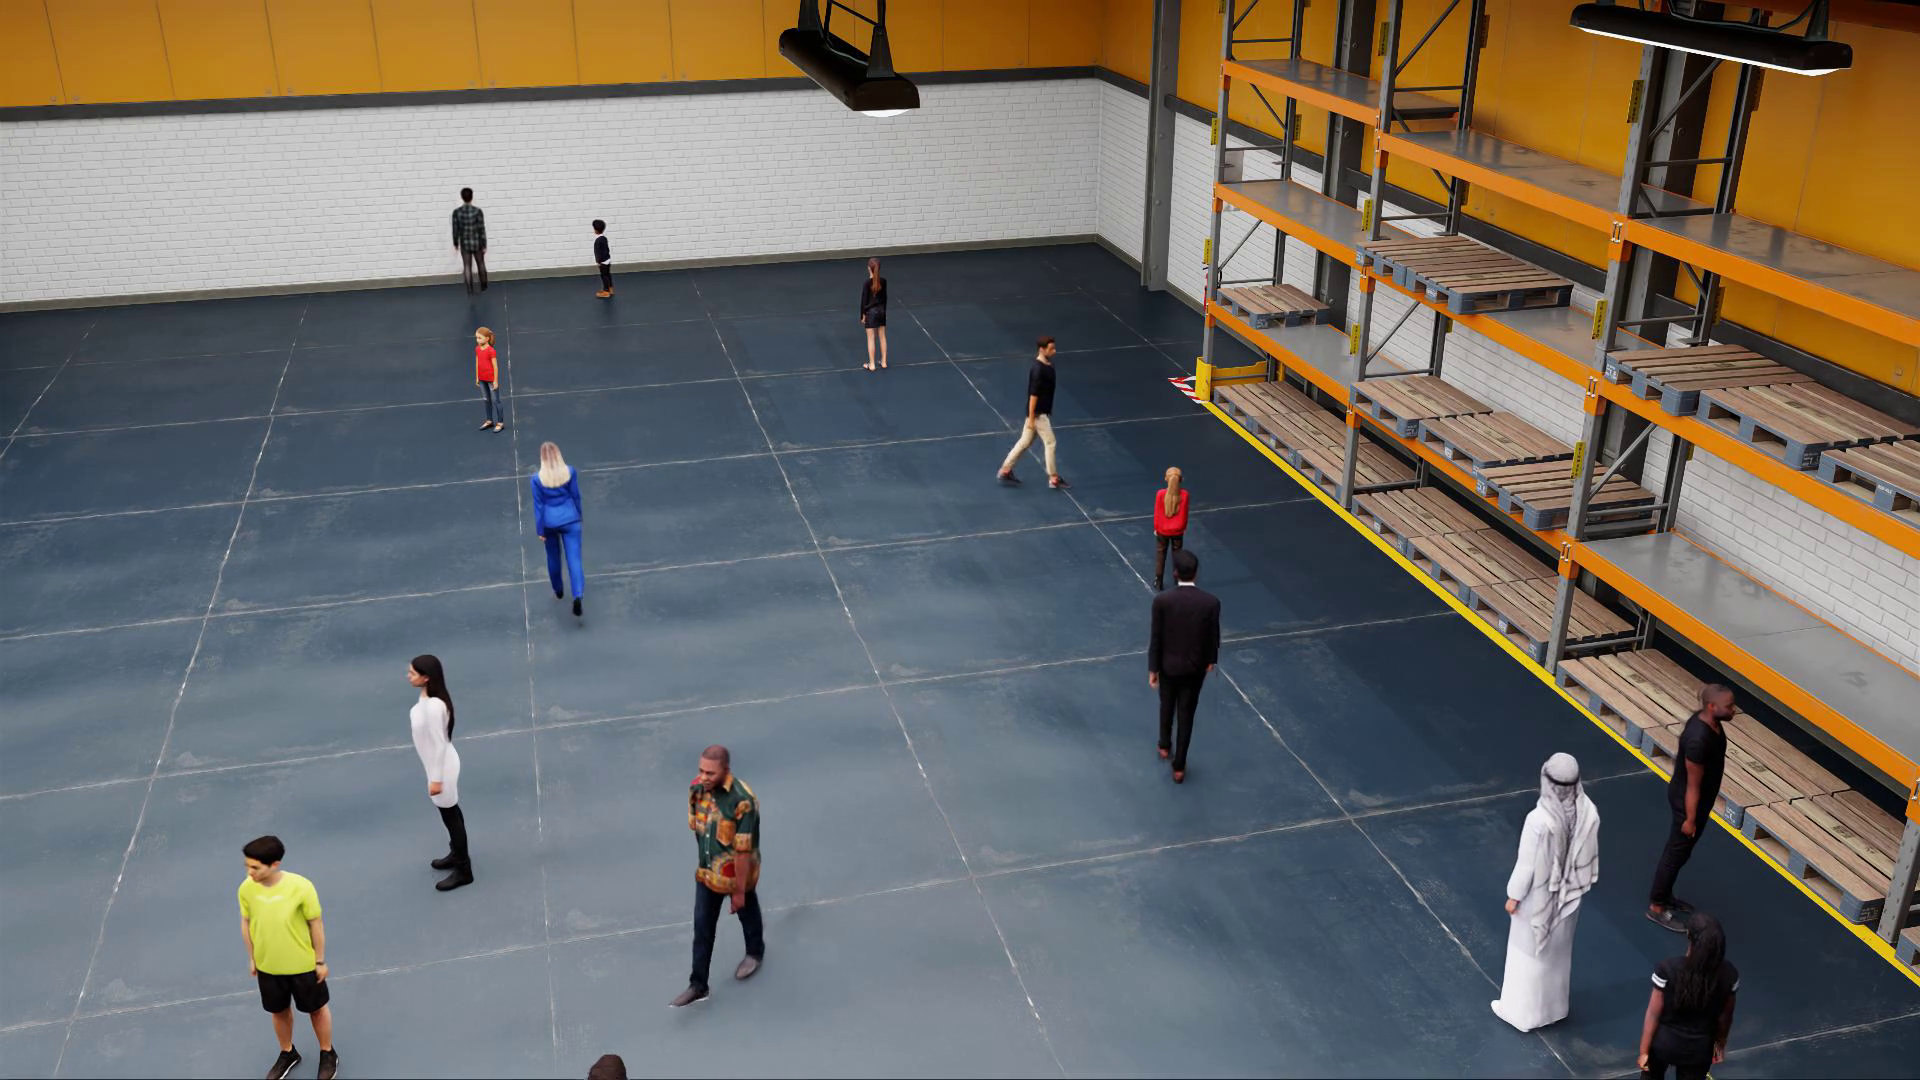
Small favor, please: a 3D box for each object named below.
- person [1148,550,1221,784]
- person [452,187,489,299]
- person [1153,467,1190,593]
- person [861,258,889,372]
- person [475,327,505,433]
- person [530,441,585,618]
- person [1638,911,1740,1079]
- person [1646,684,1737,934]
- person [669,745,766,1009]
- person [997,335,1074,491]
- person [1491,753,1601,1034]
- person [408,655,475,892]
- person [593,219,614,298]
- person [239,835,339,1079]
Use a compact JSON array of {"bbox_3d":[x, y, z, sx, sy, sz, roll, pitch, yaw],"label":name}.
[{"bbox_3d":[1.735,1.029,12.933,0.868,1.847,0.946,4,24,8],"label":"person"},{"bbox_3d":[-7.620,-4.590,25.810,0.749,1.680,1.014,-4,24,-9],"label":"person"},{"bbox_3d":[2.053,-0.108,16.240,0.517,1.282,0.534,-1,24,-3],"label":"person"},{"bbox_3d":[-1.159,-3.104,22.751,0.599,1.556,0.621,-13,27,-28],"label":"person"},{"bbox_3d":[-5.813,-1.995,20.519,0.577,1.310,0.634,12,26,25],"label":"person"},{"bbox_3d":[-3.754,-0.091,15.713,0.628,1.672,1.125,-7,25,-16],"label":"person"},{"bbox_3d":[3.927,2.821,9.027,0.940,1.693,1.240,3,24,7],"label":"person"},{"bbox_3d":[4.945,1.776,11.259,0.783,1.818,0.730,14,27,29],"label":"person"},{"bbox_3d":[-1.428,2.069,10.648,1.086,1.772,1.161,11,26,24],"label":"person"},{"bbox_3d":[0.783,-1.407,18.565,1.047,1.799,1.151,4,24,9],"label":"person"},{"bbox_3d":[3.620,2.169,10.221,0.693,1.930,0.627,-7,25,-15],"label":"person"},{"bbox_3d":[-3.629,1.605,11.665,0.676,1.808,0.475,-8,25,-17],"label":"person"},{"bbox_3d":[-5.634,-4.462,26.272,0.634,1.223,0.535,5,24,10],"label":"person"},{"bbox_3d":[-3.984,2.454,9.850,0.675,1.706,0.634,1,24,2],"label":"person"}]
